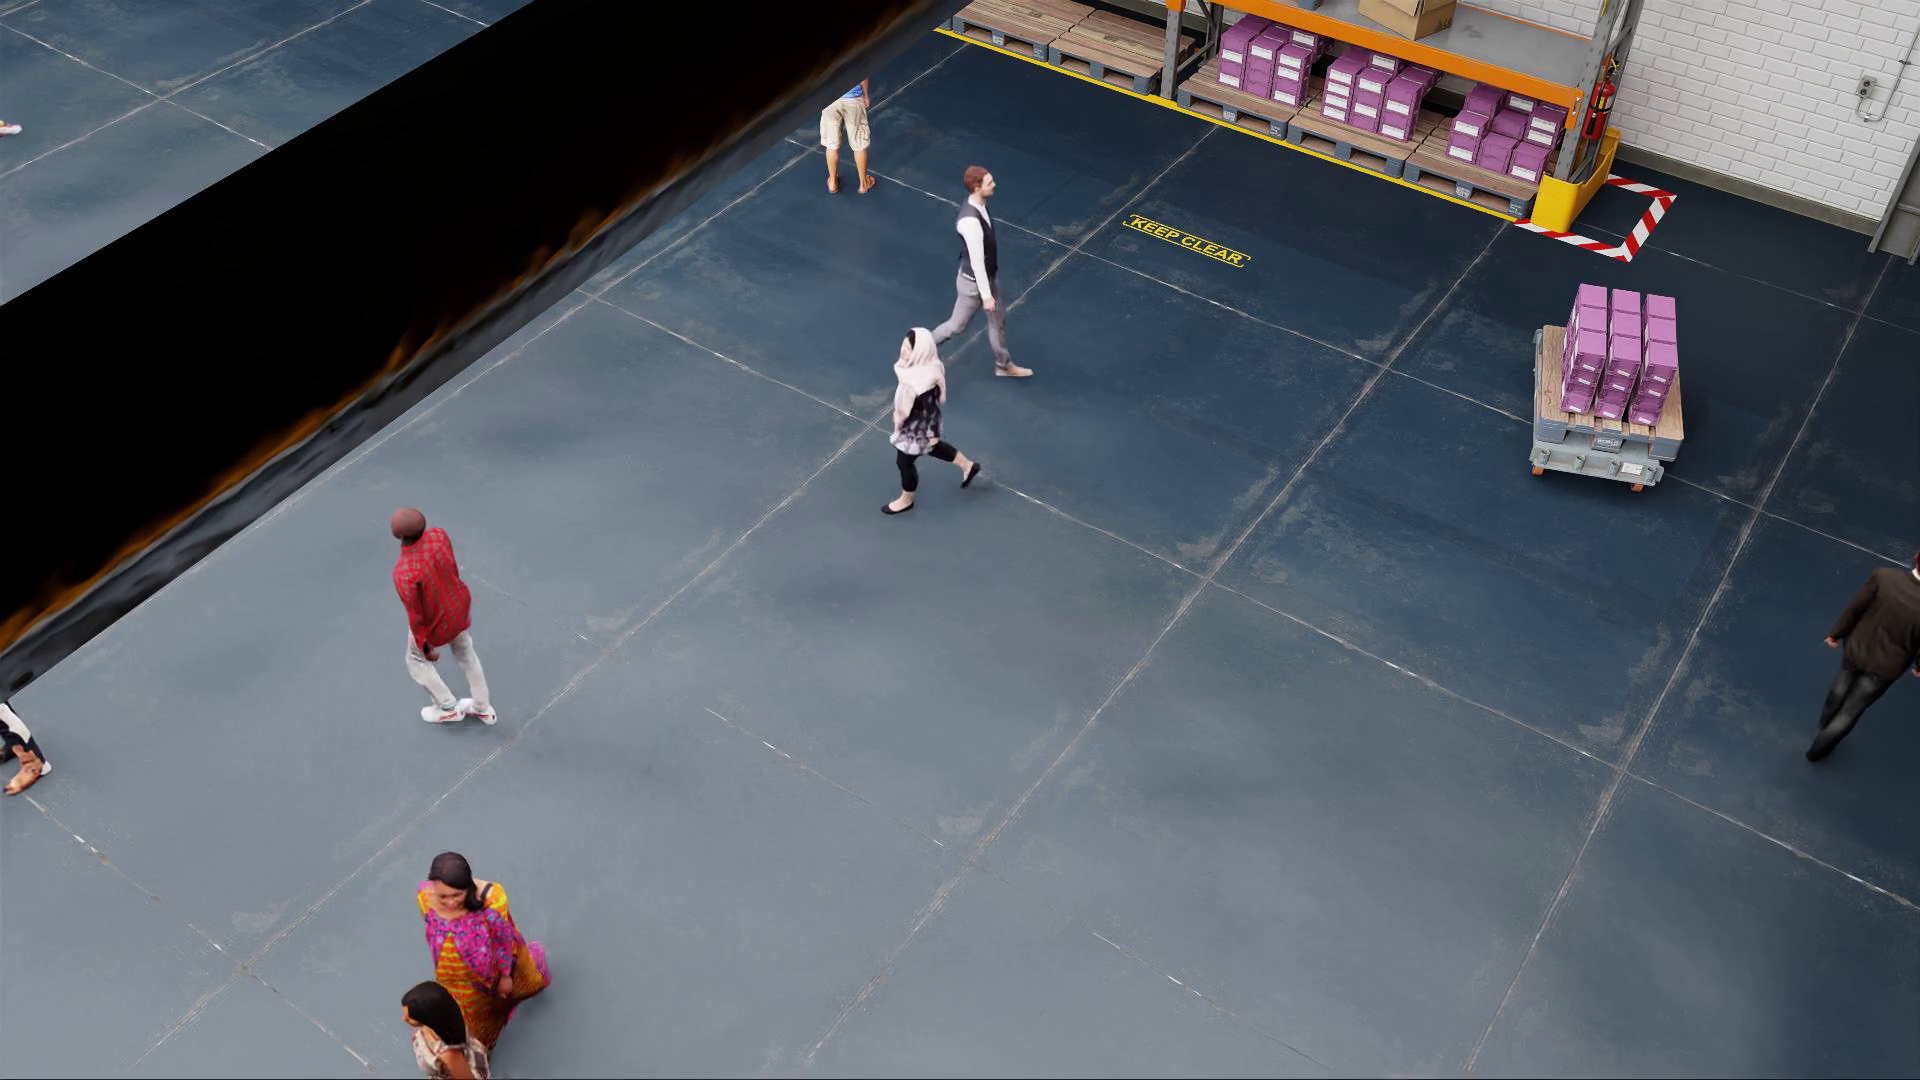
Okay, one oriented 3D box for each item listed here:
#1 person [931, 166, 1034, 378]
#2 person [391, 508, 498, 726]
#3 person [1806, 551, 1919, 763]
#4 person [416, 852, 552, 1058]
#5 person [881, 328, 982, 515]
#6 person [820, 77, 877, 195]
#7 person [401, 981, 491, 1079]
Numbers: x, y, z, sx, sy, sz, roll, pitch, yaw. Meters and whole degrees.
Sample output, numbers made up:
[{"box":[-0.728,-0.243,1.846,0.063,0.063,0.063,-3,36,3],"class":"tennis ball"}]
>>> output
[{"box":[0.027,-2.014,12.850,1.305,1.915,0.976,9,44,9],"class":"person"},{"box":[-3.148,0.501,10.289,0.749,1.805,0.712,19,47,19],"class":"person"},{"box":[5.525,0.714,10.077,0.880,1.790,0.837,-32,52,-29],"class":"person"},{"box":[-2.485,2.099,8.704,1.131,1.678,1.082,2,44,2],"class":"person"},{"box":[-0.210,-0.869,11.865,1.067,1.616,1.035,-10,44,-10],"class":"person"},{"box":[-1.045,-3.982,14.952,0.677,1.864,0.791,3,44,3],"class":"person"},{"box":[-2.372,2.616,8.194,0.847,1.632,0.767,-18,46,-18],"class":"person"}]
